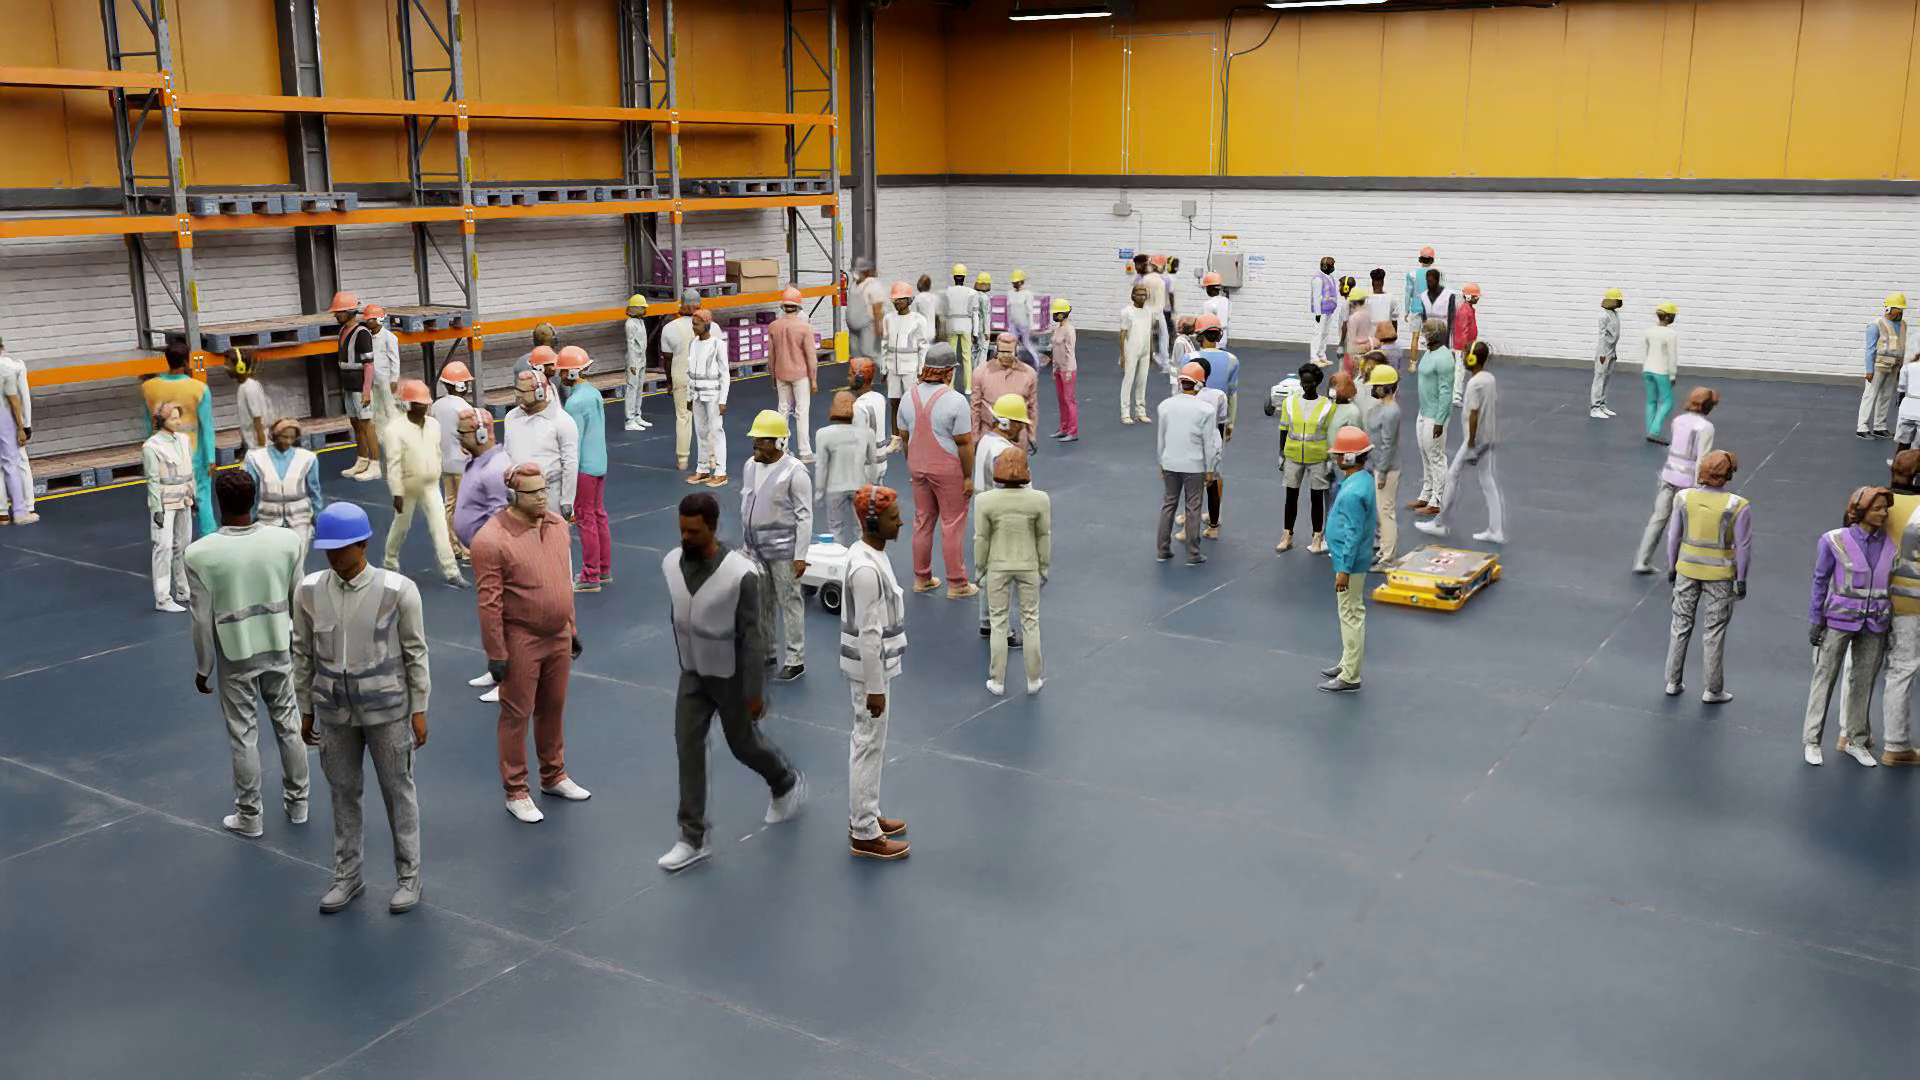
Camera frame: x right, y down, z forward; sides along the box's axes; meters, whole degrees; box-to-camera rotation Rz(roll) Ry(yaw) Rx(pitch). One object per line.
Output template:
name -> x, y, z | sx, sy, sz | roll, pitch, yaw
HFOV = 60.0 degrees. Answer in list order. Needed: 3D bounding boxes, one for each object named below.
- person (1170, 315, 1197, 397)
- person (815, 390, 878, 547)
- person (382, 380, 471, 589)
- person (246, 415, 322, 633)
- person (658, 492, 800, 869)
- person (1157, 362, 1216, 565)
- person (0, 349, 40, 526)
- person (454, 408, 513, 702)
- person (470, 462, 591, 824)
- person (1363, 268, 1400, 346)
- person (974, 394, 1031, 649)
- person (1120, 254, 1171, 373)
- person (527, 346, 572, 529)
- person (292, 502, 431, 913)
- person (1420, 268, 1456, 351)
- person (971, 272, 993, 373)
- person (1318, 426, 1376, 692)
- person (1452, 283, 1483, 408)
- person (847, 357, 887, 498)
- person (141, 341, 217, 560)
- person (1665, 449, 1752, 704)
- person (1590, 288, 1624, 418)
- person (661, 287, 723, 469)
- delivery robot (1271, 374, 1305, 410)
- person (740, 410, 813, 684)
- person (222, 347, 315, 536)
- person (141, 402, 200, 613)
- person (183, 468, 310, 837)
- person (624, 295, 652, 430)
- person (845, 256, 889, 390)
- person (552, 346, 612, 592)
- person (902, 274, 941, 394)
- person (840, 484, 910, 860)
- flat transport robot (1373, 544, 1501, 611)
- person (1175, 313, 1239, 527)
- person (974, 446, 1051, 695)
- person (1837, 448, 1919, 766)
person -> 2.640, -1.844, 19.704 | 0.313, 1.634, 0.514 | 4, 14, 18
person -> -0.910, -0.385, 13.372 | 0.507, 1.631, 0.268 | -3, 13, -14
person -> -4.434, -0.459, 13.538 | 0.916, 1.705, 0.588 | 9, 16, 34
person -> -5.014, -0.141, 12.350 | 0.544, 1.610, 0.492 | -5, 14, -19
person -> -1.186, 0.649, 8.358 | 0.606, 1.882, 0.929 | 8, 15, 31
person -> 1.960, -0.663, 14.343 | 0.564, 1.740, 0.372 | 10, 16, 36
person -> -9.134, -1.048, 15.780 | 0.505, 1.845, 0.345 | 1, 13, 3
person -> -3.053, 0.088, 10.748 | 0.394, 1.900, 0.647 | -6, 14, -26
person -> -2.252, 0.525, 8.824 | 0.409, 1.907, 0.651 | 7, 15, 29
person -> 5.753, -2.771, 23.004 | 0.602, 1.958, 0.381 | -1, 13, -5
person -> 0.306, -0.136, 11.882 | 0.404, 1.819, 0.591 | -3, 13, -13
person -> 3.046, -3.632, 26.776 | 1.020, 1.946, 0.616 | -7, 15, -28
person -> -3.825, -0.922, 15.425 | 0.318, 1.756, 0.560 | 0, 13, 2
person -> -2.749, 0.776, 7.654 | 0.621, 1.946, 0.403 | 0, 13, 2
person -> 7.029, -3.036, 24.327 | 0.616, 1.882, 0.622 | -9, 16, -35
person -> 0.346, -3.188, 25.285 | 0.323, 1.742, 0.492 | -5, 14, -22
person -> 2.544, 0.122, 10.910 | 0.328, 1.749, 0.565 | 4, 14, 16
person -> 7.091, -2.721, 23.274 | 0.356, 1.742, 0.556 | 5, 14, 20
person -> -0.779, -0.546, 13.522 | 0.355, 1.883, 0.575 | 3, 13, 13
person -> -6.777, -0.766, 14.492 | 0.620, 1.936, 0.586 | 0, 13, -1
person -> 4.785, 0.236, 10.665 | 0.306, 1.637, 0.522 | -12, 18, -42
person -> 8.732, -2.520, 22.389 | 0.295, 1.744, 0.490 | 11, 17, 39
person -> -2.981, -1.813, 18.672 | 0.684, 2.000, 0.538 | -1, 13, -5
delivery robot -> 4.489, -2.012, 22.585 | 0.477, 0.478, 0.707 | 7, 15, 29
person -> -1.248, 0.041, 11.075 | 0.600, 1.834, 0.403 | 11, 17, 40
person -> -6.270, -0.839, 14.951 | 0.955, 1.822, 0.524 | -6, 14, -25
person -> -6.081, -0.260, 12.843 | 0.318, 1.630, 0.511 | 2, 13, 8
person -> -3.639, 0.580, 8.561 | 0.592, 1.919, 0.392 | -12, 18, -43
person -> -4.139, -2.285, 21.396 | 0.342, 1.735, 0.484 | 2, 13, 7
person -> -1.417, -3.263, 24.961 | 0.677, 2.000, 0.703 | -12, 18, -42
person -> -3.045, -0.572, 13.411 | 0.407, 1.987, 0.614 | 1, 13, 6
person -> -0.539, -2.952, 24.162 | 0.955, 1.794, 0.516 | 10, 17, 38
person -> -0.431, 0.650, 8.329 | 0.339, 1.882, 0.584 | -1, 13, -3
flat transport robot -> 3.882, 0.282, 13.458 | 0.652, 0.197, 1.431 | 8, 15, 30
person -> 2.314, -1.123, 15.715 | 0.611, 2.029, 0.409 | -5, 14, -22
person -> 0.337, 0.203, 10.814 | 0.501, 1.633, 0.286 | 0, 13, -2
person -> 5.393, 0.380, 9.614 | 0.430, 1.836, 0.624 | -6, 14, -25
